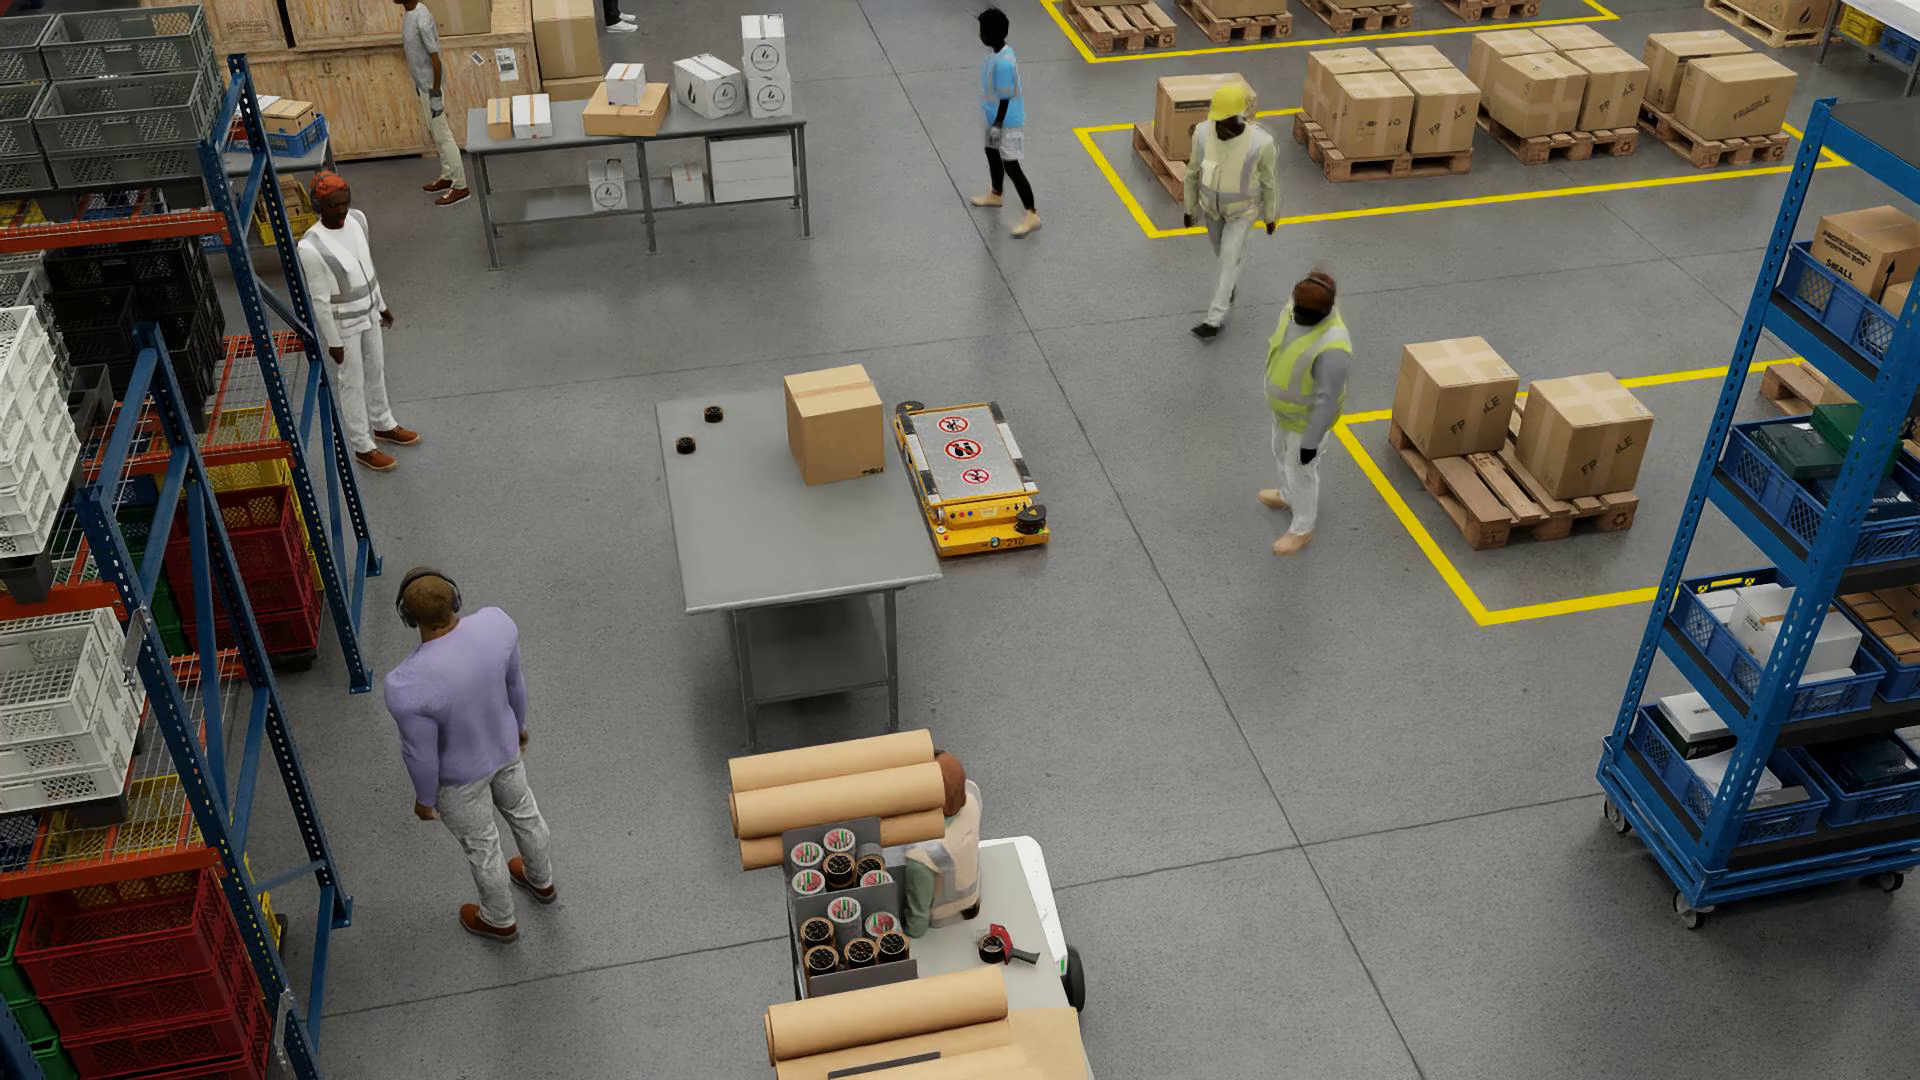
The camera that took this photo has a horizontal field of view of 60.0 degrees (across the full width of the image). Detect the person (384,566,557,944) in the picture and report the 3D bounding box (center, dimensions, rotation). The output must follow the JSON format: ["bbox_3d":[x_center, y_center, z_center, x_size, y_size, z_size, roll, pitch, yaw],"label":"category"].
[{"bbox_3d":[-2.033,0.908,6.926,0.377,1.937,0.629,22,42,27],"label":"person"}]

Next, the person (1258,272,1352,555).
[{"bbox_3d":[1.898,-0.720,9.227,0.470,1.803,0.703,-6,37,-8],"label":"person"}]

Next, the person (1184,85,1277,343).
[{"bbox_3d":[1.845,-2.282,11.349,0.631,1.776,0.955,21,41,26],"label":"person"}]

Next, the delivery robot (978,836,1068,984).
[{"bbox_3d":[0.231,1.591,7.081,0.477,0.478,0.707,-5,37,-7],"label":"delivery robot"}]

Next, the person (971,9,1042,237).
[{"bbox_3d":[0.354,-3.194,12.672,0.466,1.659,0.720,-5,37,-6],"label":"person"}]

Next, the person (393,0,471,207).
[{"bbox_3d":[-4.153,-3.532,12.949,0.311,1.869,0.532,-19,40,-23],"label":"person"}]

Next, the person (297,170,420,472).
[{"bbox_3d":[-3.619,-1.317,9.961,0.359,1.882,0.575,10,38,13],"label":"person"}]

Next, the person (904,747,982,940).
[{"bbox_3d":[-0.063,1.448,6.454,0.316,1.631,0.527,15,39,20],"label":"person"}]

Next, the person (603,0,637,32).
[{"bbox_3d":[-3.414,-5.904,16.107,0.390,1.911,0.592,-9,38,-12],"label":"person"}]

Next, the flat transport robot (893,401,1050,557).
[{"bbox_3d":[0.046,-0.430,10.108,0.652,0.197,1.431,-8,37,-10],"label":"flat transport robot"}]
